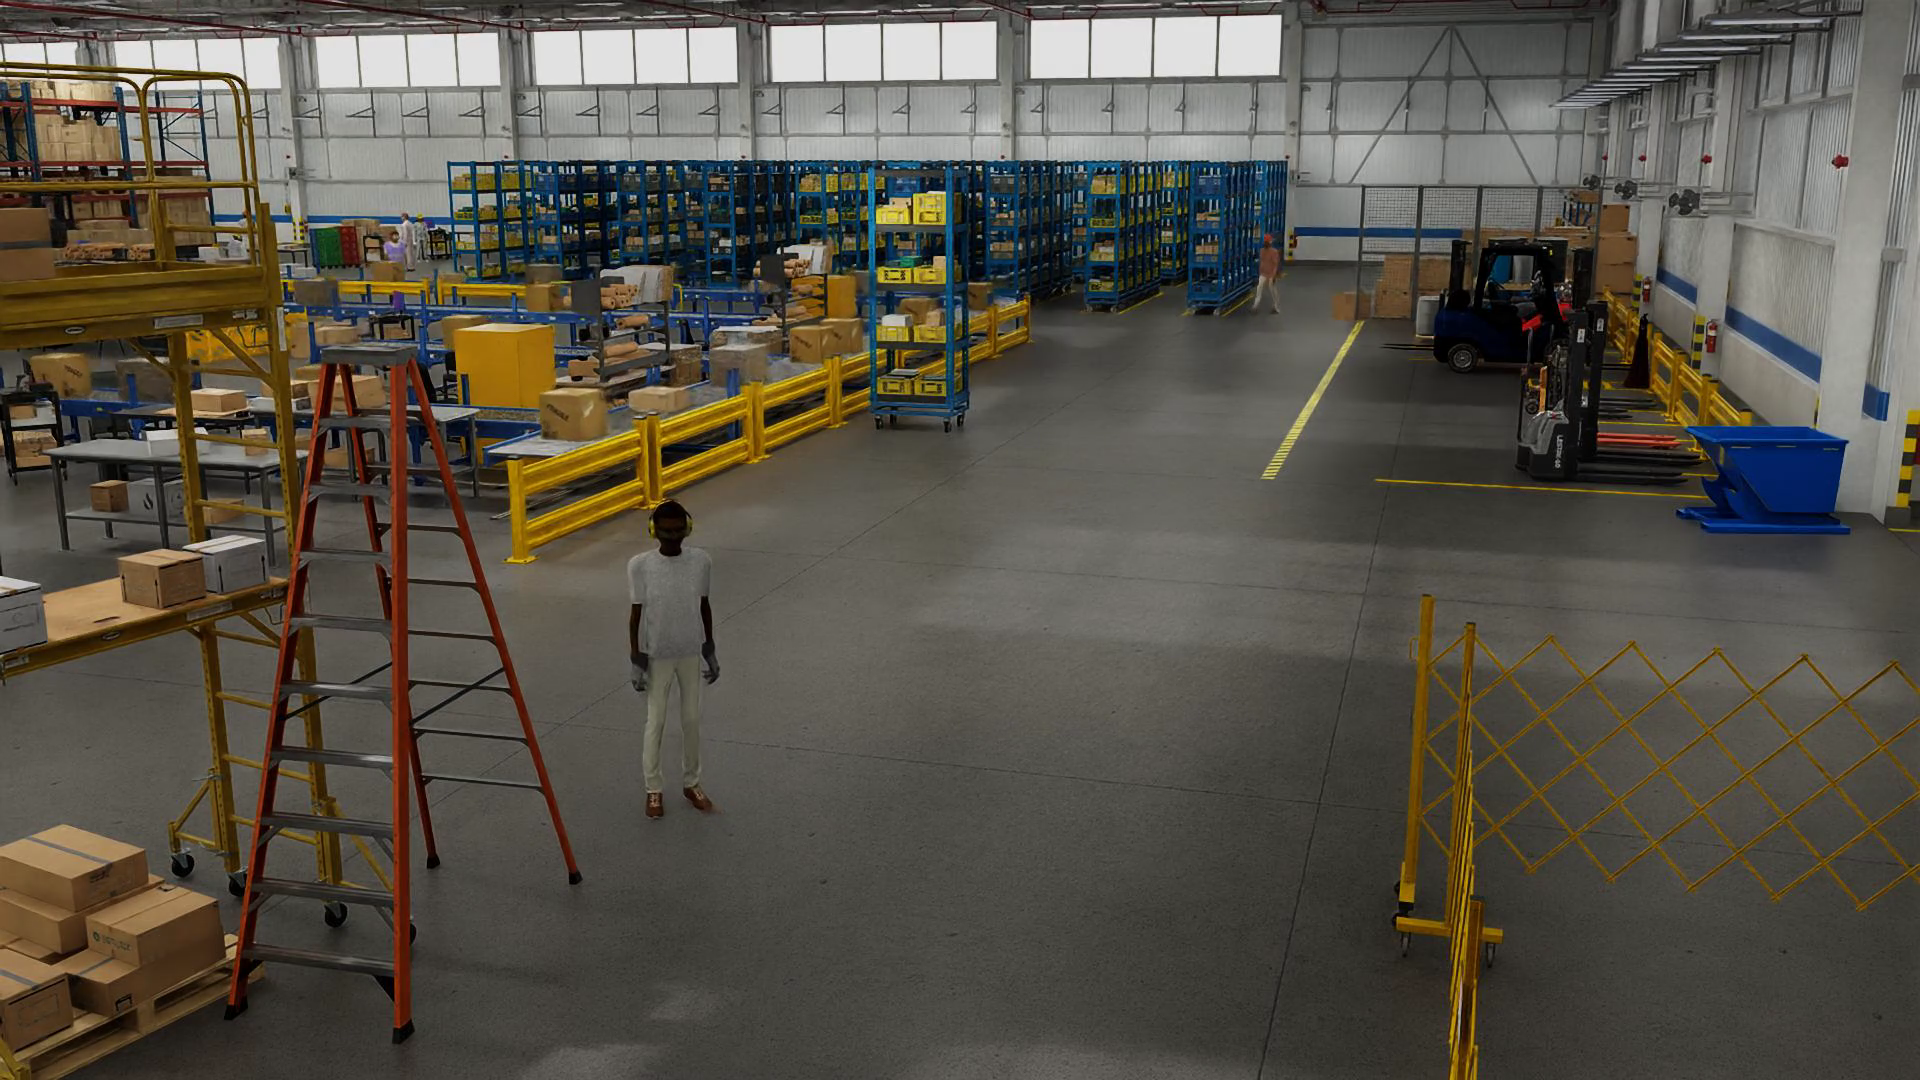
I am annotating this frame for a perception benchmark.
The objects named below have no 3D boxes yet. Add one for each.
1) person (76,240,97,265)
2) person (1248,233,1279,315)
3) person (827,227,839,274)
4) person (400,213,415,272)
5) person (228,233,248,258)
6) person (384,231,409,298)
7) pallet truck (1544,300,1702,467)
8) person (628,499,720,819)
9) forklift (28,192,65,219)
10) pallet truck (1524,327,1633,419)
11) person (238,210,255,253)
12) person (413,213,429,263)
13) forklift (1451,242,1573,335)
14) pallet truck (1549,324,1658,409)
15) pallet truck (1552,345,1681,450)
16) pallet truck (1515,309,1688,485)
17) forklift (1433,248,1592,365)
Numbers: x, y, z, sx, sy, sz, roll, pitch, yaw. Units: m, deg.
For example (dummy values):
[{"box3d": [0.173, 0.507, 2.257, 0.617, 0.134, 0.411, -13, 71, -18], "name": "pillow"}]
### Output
[{"box3d": [-19.471, -5.700, 36.999, 0.804, 1.915, 0.628, 2, 13, 9], "name": "person"}, {"box3d": [7.325, -6.334, 39.693, 1.014, 1.940, 0.637, -12, 17, -41], "name": "person"}, {"box3d": [-3.748, -8.377, 48.801, 0.619, 1.808, 0.597, 12, 18, 41], "name": "person"}, {"box3d": [-18.177, -9.779, 54.641, 0.403, 1.906, 0.652, 0, 13, 1], "name": "person"}, {"box3d": [-19.195, -7.363, 44.362, 0.590, 1.833, 0.404, 6, 14, 24], "name": "person"}, {"box3d": [-14.775, -7.190, 43.624, 0.593, 1.828, 0.439, -7, 15, -27], "name": "person"}, {"box3d": [8.263, -1.952, 20.631, 1.885, 1.965, 0.823, 5, 14, 20], "name": "pallet truck"}, {"box3d": [-1.644, 0.674, 9.580, 0.532, 1.864, 0.312, -6, 14, -25], "name": "person"}, {"box3d": [-26.789, -8.964, 48.991, 1.873, 2.768, 1.129, 5, 14, 19], "name": "forklift"}, {"box3d": [9.065, -2.460, 24.370, 1.522, 1.261, 0.704, 3, 13, 14], "name": "pallet truck"}, {"box3d": [-26.754, -11.489, 62.387, 0.569, 1.737, 0.367, -8, 15, -30], "name": "person"}, {"box3d": [-19.149, -10.728, 59.119, 0.485, 1.734, 0.346, -9, 16, -33], "name": "person"}, {"box3d": [10.464, -4.597, 31.405, 2.680, 1.987, 1.157, 4, 14, 16], "name": "forklift"}, {"box3d": [9.824, -2.669, 25.407, 1.601, 1.201, 0.680, 4, 14, 16], "name": "pallet truck"}, {"box3d": [8.641, -1.896, 21.908, 1.630, 1.274, 0.653, 4, 14, 16], "name": "pallet truck"}, {"box3d": [7.554, -1.677, 19.446, 1.885, 1.965, 0.823, 3, 13, 14], "name": "pallet truck"}, {"box3d": [9.780, -4.111, 29.280, 2.680, 1.987, 1.157, 3, 13, 14], "name": "forklift"}]
